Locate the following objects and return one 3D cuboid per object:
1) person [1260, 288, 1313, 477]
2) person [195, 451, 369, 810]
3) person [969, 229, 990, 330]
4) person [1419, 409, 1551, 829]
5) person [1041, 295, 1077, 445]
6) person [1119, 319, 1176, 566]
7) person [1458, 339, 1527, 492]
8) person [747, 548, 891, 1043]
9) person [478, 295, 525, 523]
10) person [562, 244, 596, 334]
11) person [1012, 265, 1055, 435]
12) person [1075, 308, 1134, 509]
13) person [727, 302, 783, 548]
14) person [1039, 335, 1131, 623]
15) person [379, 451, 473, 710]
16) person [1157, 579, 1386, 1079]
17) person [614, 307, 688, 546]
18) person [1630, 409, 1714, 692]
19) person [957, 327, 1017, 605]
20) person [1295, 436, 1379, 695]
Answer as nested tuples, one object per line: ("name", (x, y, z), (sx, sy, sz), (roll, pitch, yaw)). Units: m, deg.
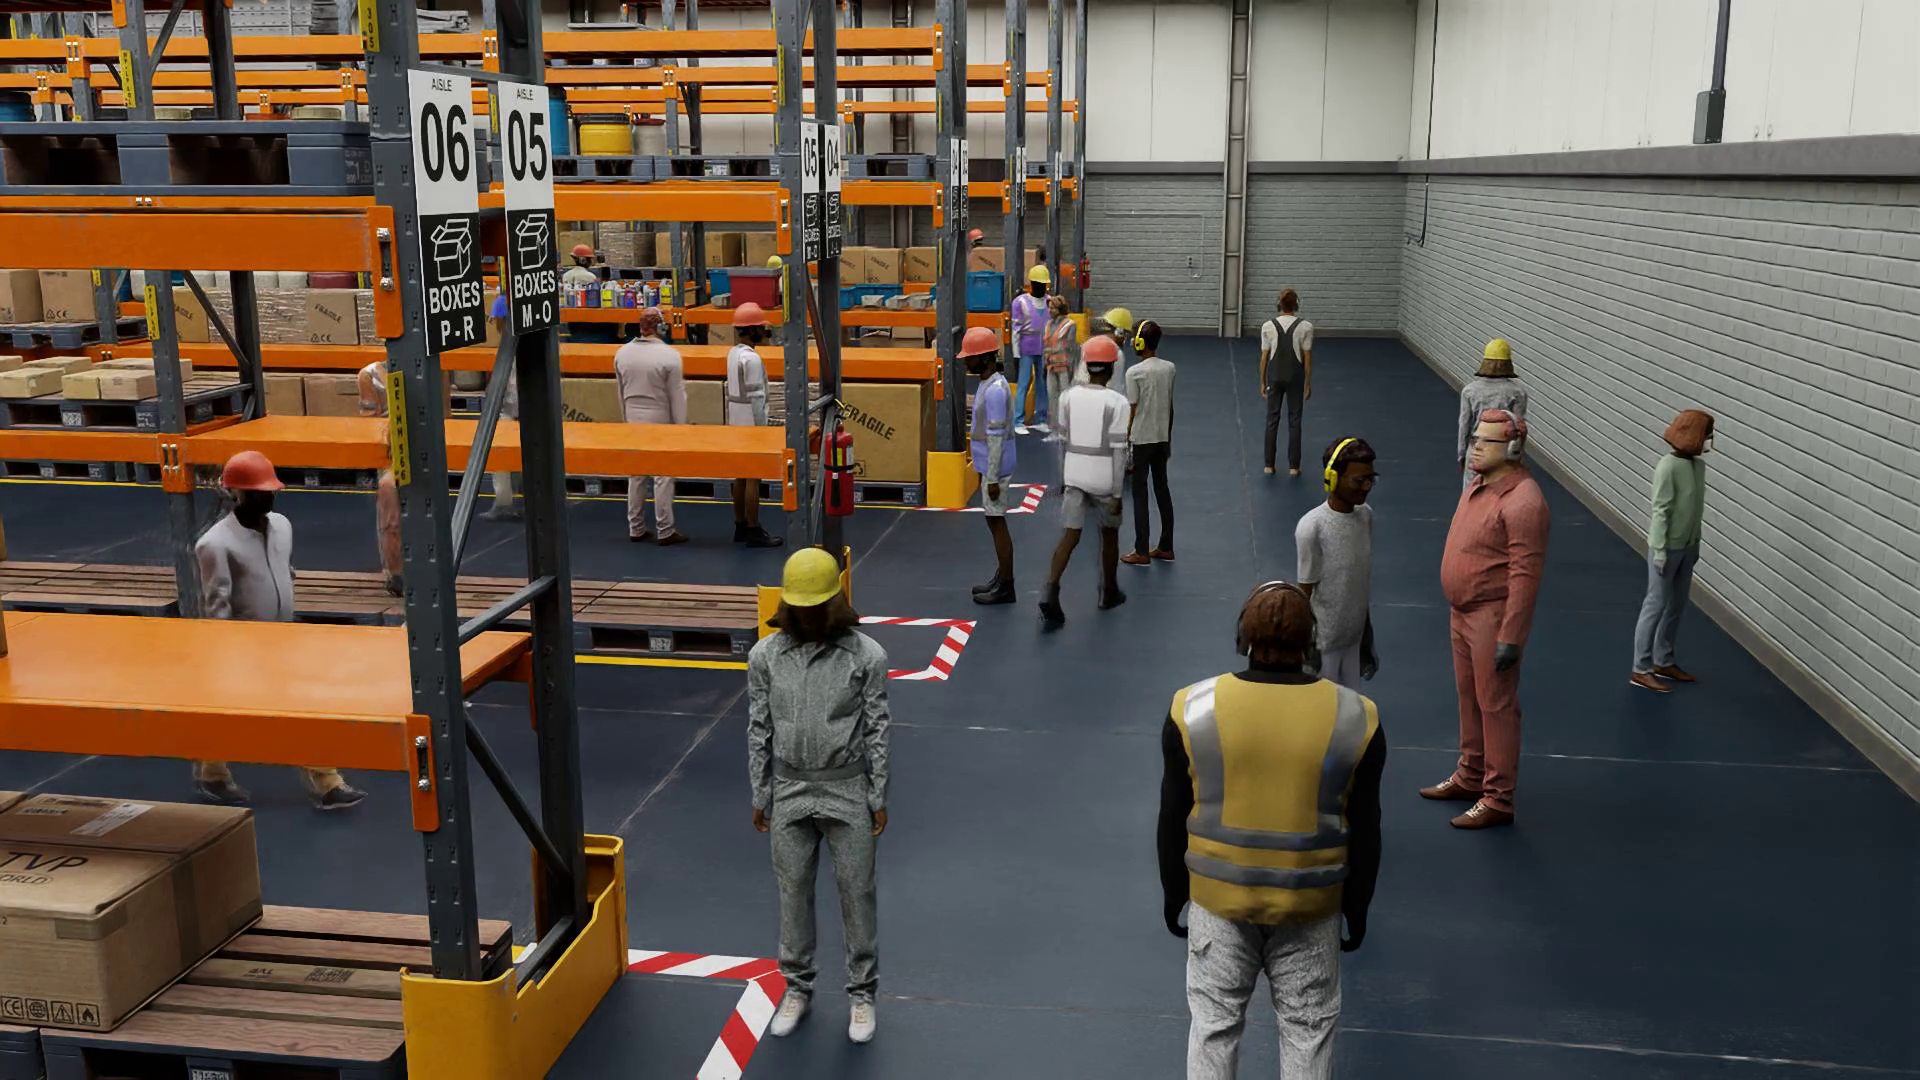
("person", (3.185, -1.536, 16.273), (0.504, 1.838, 0.350), (4, 13, 18))
("person", (-3.231, 0.431, 7.685), (0.924, 1.704, 0.582), (5, 13, 21))
("person", (0.310, -4.279, 28.307), (0.392, 1.990, 0.611), (8, 15, 31))
("person", (2.383, 0.353, 7.573), (0.410, 1.913, 0.651), (-1, 13, -5))
("person", (1.090, -1.858, 18.198), (0.312, 1.632, 0.526), (-10, 16, -37))
("person", (1.421, -0.732, 12.600), (0.510, 1.862, 0.323), (-9, 16, -36))
("person", (3.960, -0.625, 12.403), (0.486, 1.737, 0.319), (8, 15, 32))
("person", (-0.482, 0.869, 5.658), (0.489, 1.732, 0.325), (1, 13, 6))
("person", (-3.860, -1.109, 14.132), (0.723, 1.921, 0.627), (0, 12, 0))
("person", (-5.080, -2.977, 22.426), (0.613, 1.991, 0.392), (9, 15, 34))
("person", (0.866, -2.148, 18.860), (0.594, 1.917, 0.397), (-6, 14, -26))
("person", (1.302, -1.149, 14.641), (0.726, 1.785, 0.626), (-5, 13, -21))
("person", (-1.649, -0.909, 13.203), (0.352, 1.942, 0.545), (-7, 14, -28))
("person", (0.842, -0.399, 11.022), (0.570, 1.898, 0.958), (7, 14, 30))
("person", (-3.037, 0.135, 9.210), (0.611, 1.622, 0.534), (2, 13, 11))
("person", (0.875, 1.014, 4.773), (0.627, 1.837, 0.429), (2, 13, 10))
("person", (-2.429, -0.902, 13.274), (0.644, 1.904, 0.400), (6, 14, 27))
("person", (4.123, 0.053, 9.584), (0.503, 1.628, 0.280), (-11, 16, -40))
("person", (0.182, -0.505, 11.444), (0.417, 1.920, 0.543), (0, 12, -2))
("person", (1.633, 0.468, 7.193), (0.524, 1.856, 0.341), (-12, 17, -43))
